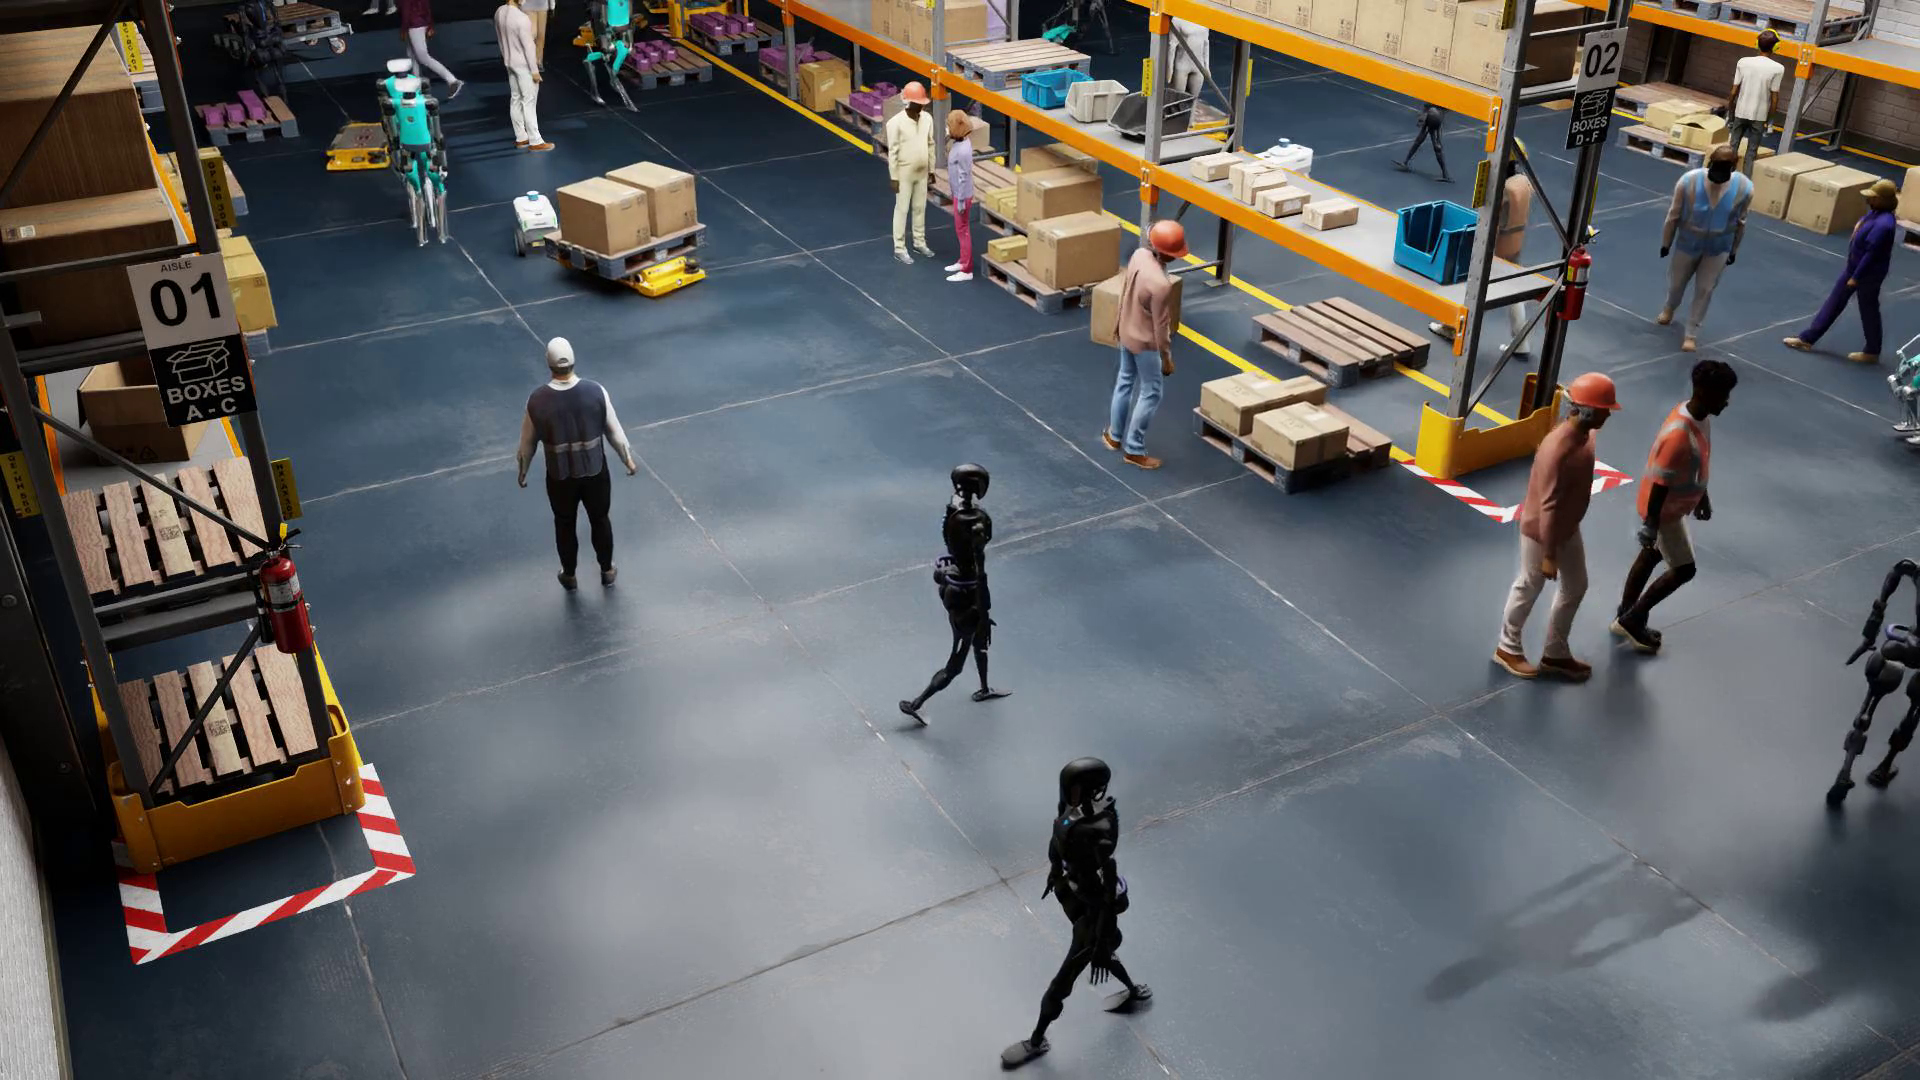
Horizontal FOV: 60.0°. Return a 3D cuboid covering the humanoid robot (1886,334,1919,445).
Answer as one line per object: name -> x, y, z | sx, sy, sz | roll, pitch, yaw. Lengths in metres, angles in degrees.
humanoid robot -> 7.389, -1.534, 12.510 | 0.742, 1.694, 0.530 | -3, 30, -5

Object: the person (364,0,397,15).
person -> -9.037, -8.905, 25.566 | 0.414, 1.649, 0.510 | -26, 39, -38

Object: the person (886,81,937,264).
person -> -0.455, -3.577, 16.153 | 0.571, 1.743, 0.338 | -24, 38, -36

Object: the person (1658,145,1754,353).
person -> 6.396, -2.571, 14.348 | 0.639, 1.813, 0.655 | 11, 32, 19

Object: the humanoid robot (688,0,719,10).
humanoid robot -> -3.962, -8.778, 25.240 | 0.892, 1.779, 0.573 | -21, 36, -32

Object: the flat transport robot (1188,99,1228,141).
flat transport robot -> 2.841, -5.156, 20.384 | 0.659, 0.231, 1.431 | -9, 31, -15

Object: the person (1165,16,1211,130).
person -> 2.661, -5.516, 19.382 | 0.577, 1.894, 0.375 | -12, 32, -20

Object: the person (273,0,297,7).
person -> -10.023, -8.483, 24.598 | 0.429, 1.844, 0.621 | 12, 32, 20

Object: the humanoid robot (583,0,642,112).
humanoid robot -> -4.438, -6.225, 20.818 | 1.031, 1.763, 0.542 | 21, 36, 32

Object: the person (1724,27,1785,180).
person -> 8.347, -4.453, 17.550 | 0.511, 1.876, 0.328 | 25, 38, 37

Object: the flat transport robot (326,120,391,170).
flat transport robot -> -6.952, -4.623, 19.457 | 0.659, 0.231, 1.431 | -4, 30, -7

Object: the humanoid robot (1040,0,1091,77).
humanoid robot -> 1.324, -6.926, 21.998 | 0.858, 1.762, 0.546 | 3, 30, 5

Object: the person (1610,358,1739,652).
person -> 4.341, -0.204, 10.091 | 0.476, 1.940, 0.600 | 14, 33, 22

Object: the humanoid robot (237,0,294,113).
humanoid robot -> -8.634, -6.138, 20.683 | 0.430, 1.638, 0.599 | 17, 34, 27

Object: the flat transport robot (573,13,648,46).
flat transport robot -> -5.146, -7.535, 24.527 | 0.659, 0.231, 1.431 | 5, 30, 8

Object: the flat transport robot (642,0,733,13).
flat transport robot -> -4.239, -8.493, 26.195 | 1.431, 0.231, 0.659 | -10, 31, -17

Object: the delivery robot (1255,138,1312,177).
delivery robot -> 3.507, -4.086, 18.248 | 0.779, 0.608, 0.507 | -23, 37, -34

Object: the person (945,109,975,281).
person -> -0.001, -3.254, 15.713 | 0.280, 1.628, 0.501 | -3, 30, -5

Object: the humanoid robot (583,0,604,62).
humanoid robot -> -5.057, -7.496, 23.054 | 0.472, 1.644, 0.610 | -11, 32, -19

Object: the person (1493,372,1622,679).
person -> 3.539, -0.031, 9.760 | 0.569, 1.971, 0.694 | 26, 39, 37

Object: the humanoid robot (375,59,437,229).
humanoid robot -> -5.580, -4.052, 17.006 | 0.535, 1.817, 0.657 | -7, 31, -11

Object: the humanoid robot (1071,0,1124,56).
humanoid robot -> 1.922, -7.583, 23.243 | 0.783, 1.622, 0.616 | 11, 32, 18

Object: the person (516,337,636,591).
person -> -2.483, -0.478, 10.756 | 0.751, 1.752, 0.455 | -7, 31, -13

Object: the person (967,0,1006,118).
person -> 0.396, -6.016, 20.271 | 0.642, 1.869, 0.775 | -14, 33, -23

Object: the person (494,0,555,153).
person -> -5.082, -5.481, 19.283 | 0.626, 1.934, 0.372 | 26, 39, 37

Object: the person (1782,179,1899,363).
person -> 7.586, -2.267, 14.043 | 0.763, 1.585, 0.460 | 7, 31, 11

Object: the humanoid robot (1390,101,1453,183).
humanoid robot -> 5.200, -4.805, 18.398 | 0.754, 1.627, 0.588 | 13, 32, 22

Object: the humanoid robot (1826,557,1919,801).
humanoid robot -> 5.031, 0.676, 8.830 | 0.606, 1.636, 0.637 | 25, 38, 37

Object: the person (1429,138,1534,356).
person -> 4.575, -2.511, 14.166 | 0.593, 1.882, 0.949 | -17, 34, -27

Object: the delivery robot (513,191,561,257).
delivery robot -> -4.232, -3.173, 16.663 | 0.514, 0.611, 0.783 | -11, 32, -18

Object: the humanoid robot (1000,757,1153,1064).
humanoid robot -> 0.546, 1.578, 7.304 | 0.812, 1.618, 0.614 | -11, 32, -18

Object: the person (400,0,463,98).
person -> -6.905, -6.606, 21.258 | 0.903, 1.921, 0.491 | 2, 30, 3

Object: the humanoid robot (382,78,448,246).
humanoid robot -> -5.289, -3.730, 16.468 | 0.546, 1.807, 0.803 | -2, 30, -4

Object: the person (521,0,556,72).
person -> -5.748, -7.226, 22.532 | 0.603, 1.709, 0.382 | -18, 34, -28

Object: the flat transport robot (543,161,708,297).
flat transport robot -> -3.200, -2.683, 16.080 | 1.431, 0.231, 0.659 | 22, 37, 34

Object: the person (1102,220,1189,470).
person -> 1.348, -1.499, 12.353 | 0.395, 1.949, 0.787 | -10, 31, -17

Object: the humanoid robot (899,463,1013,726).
humanoid robot -> -0.026, 0.303, 9.514 | 0.750, 1.637, 0.608 | -10, 31, -16
